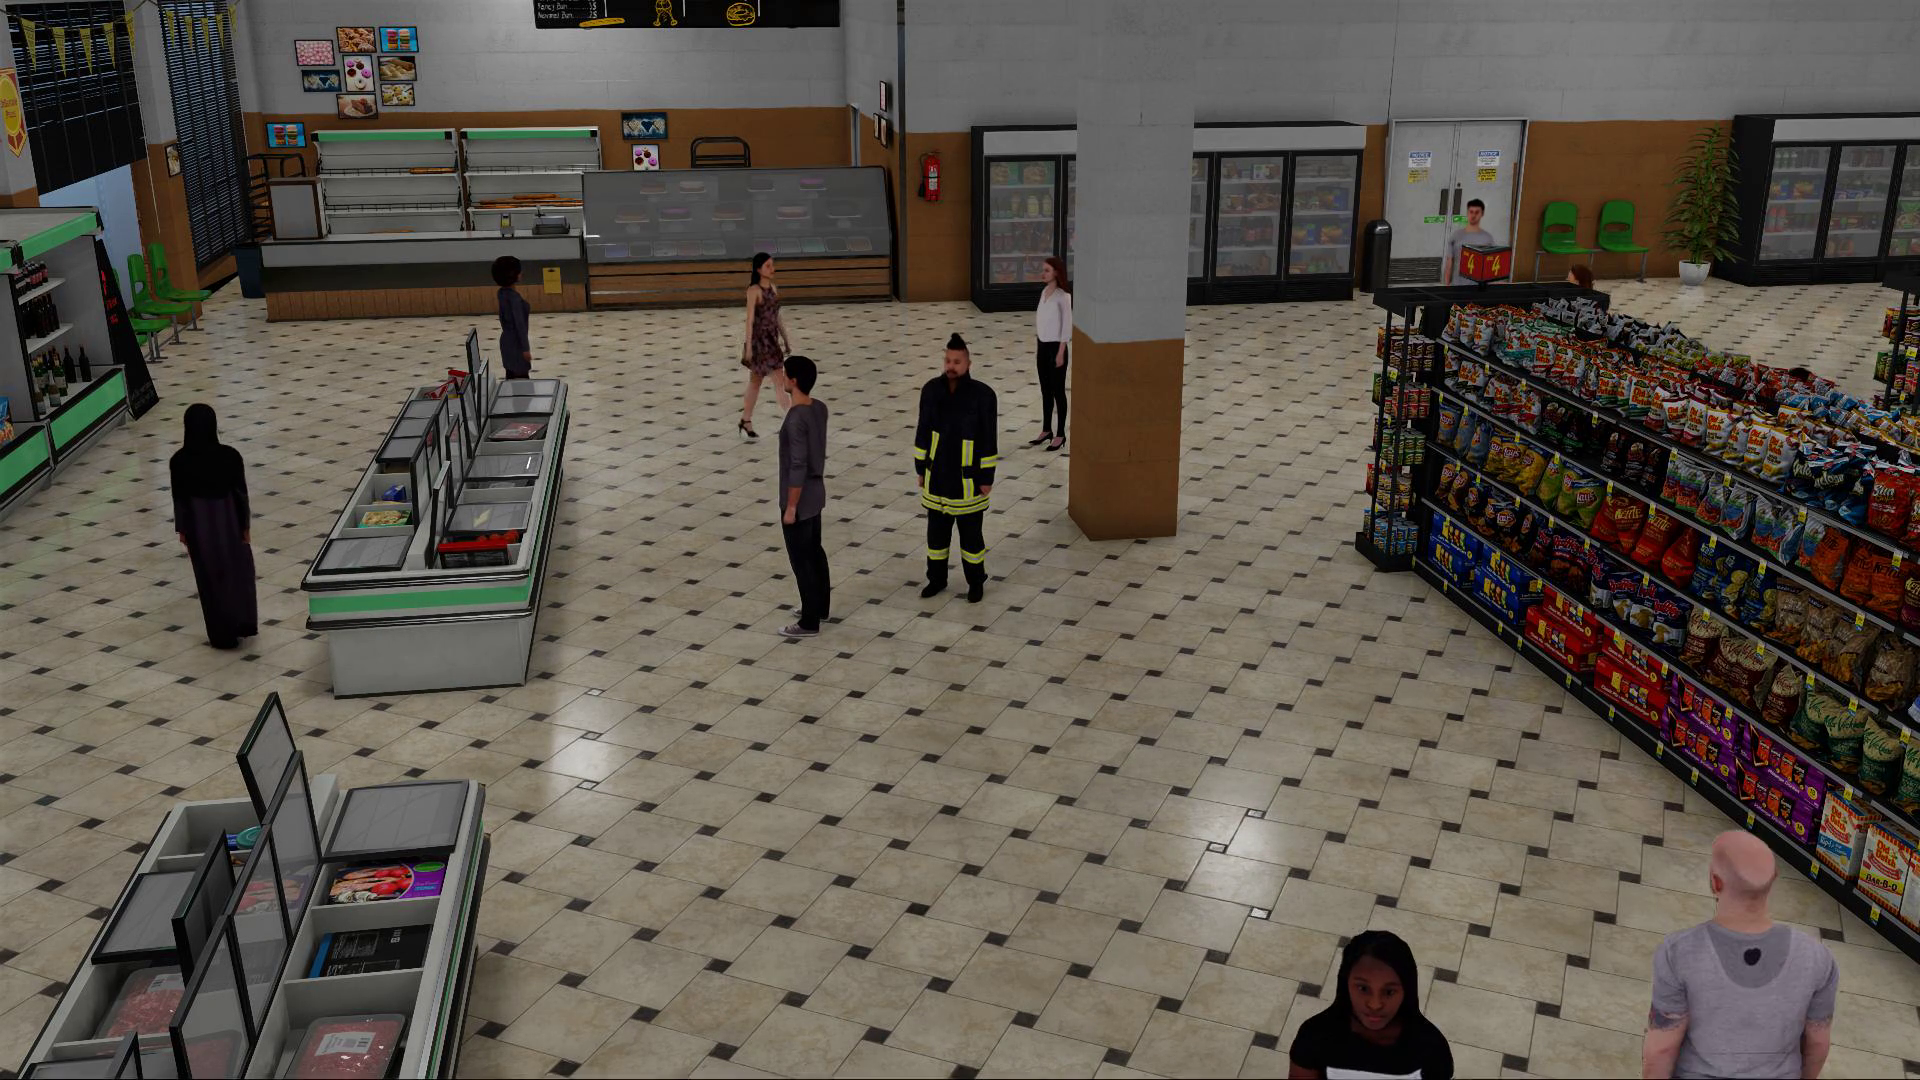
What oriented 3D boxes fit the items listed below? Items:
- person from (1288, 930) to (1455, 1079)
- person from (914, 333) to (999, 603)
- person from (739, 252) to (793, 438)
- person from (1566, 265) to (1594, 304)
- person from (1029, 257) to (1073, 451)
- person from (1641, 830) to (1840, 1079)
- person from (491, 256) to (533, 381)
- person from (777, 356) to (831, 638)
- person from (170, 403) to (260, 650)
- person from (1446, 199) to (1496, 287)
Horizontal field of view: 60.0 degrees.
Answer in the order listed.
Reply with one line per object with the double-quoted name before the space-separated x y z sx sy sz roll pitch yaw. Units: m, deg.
"person" 1.155 1.850 4.708 0.679 1.721 0.700 2 19 7
"person" -0.023 -0.504 11.470 0.871 1.862 0.878 7 20 19
"person" -1.894 -1.768 15.407 1.032 1.741 1.077 8 20 22
"person" 5.799 -1.743 15.540 0.864 1.609 0.807 12 22 31
"person" 0.846 -1.702 15.184 0.713 1.759 0.560 -11 21 -29
"person" 2.251 1.768 4.871 1.126 1.772 1.367 7 20 20
"person" -4.160 -1.796 15.537 0.722 1.711 0.594 -13 22 -33
"person" -1.015 -0.291 10.851 0.803 1.853 0.638 5 19 13
"person" -4.737 -0.056 10.546 0.690 1.602 0.773 -8 20 -22
"person" 5.558 -2.761 18.145 0.893 1.874 0.962 10 21 26
